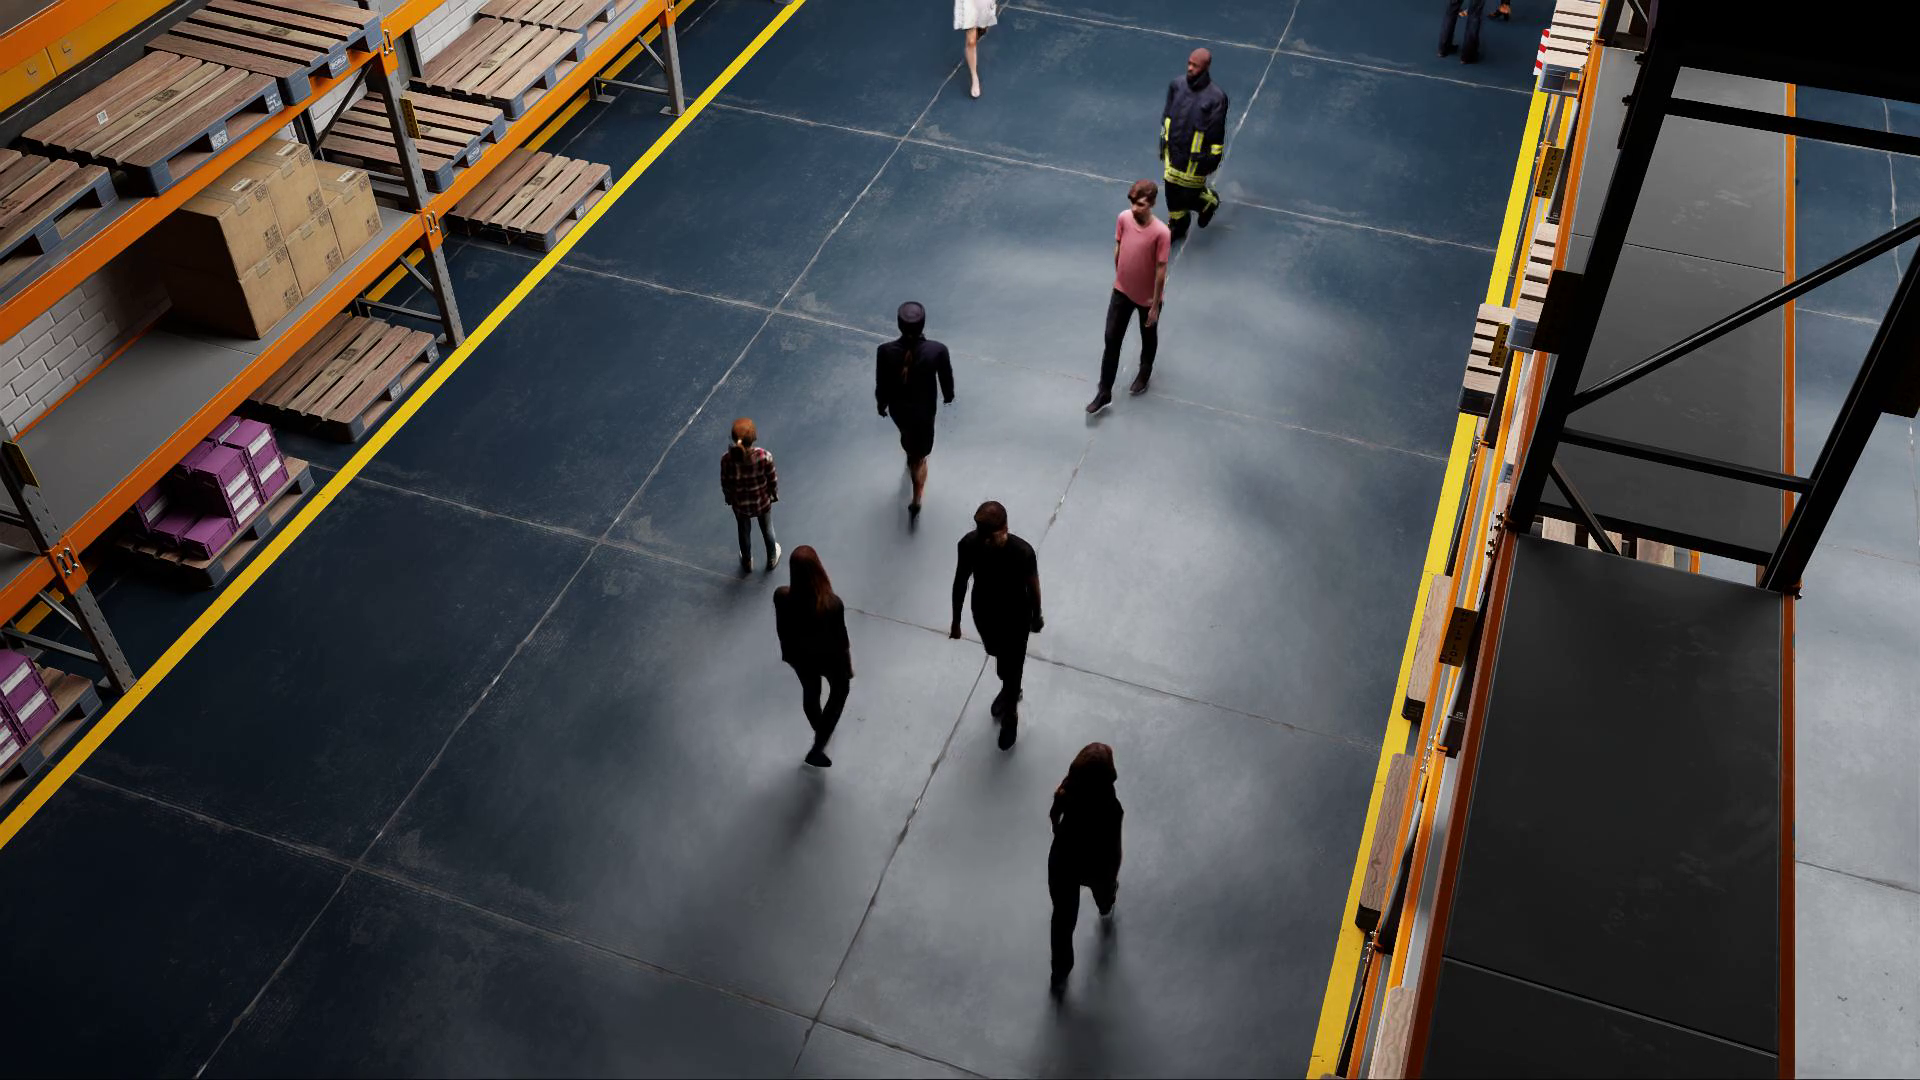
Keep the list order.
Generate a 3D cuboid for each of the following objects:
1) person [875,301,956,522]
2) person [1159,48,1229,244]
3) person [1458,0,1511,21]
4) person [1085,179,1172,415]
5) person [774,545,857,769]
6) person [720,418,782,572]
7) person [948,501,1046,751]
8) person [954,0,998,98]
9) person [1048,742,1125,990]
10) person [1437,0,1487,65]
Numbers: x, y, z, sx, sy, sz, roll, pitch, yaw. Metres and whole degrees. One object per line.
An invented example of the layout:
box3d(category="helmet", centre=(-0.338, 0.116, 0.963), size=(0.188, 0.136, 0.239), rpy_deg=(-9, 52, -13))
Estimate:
box3d(category="person", centre=(-0.328, -0.870, 11.740), size=(0.911, 1.633, 1.150), rpy_deg=(2, 44, 2))
box3d(category="person", centre=(2.008, -3.395, 14.262), size=(0.943, 1.810, 1.063), rpy_deg=(33, 53, 30))
box3d(category="person", centre=(5.748, -6.206, 17.309), size=(0.778, 1.676, 0.764), rpy_deg=(7, 44, 7))
box3d(category="person", centre=(1.410, -1.914, 12.622), size=(0.760, 1.927, 1.067), rpy_deg=(21, 48, 21))
box3d(category="person", centre=(-0.888, 0.755, 9.983), size=(0.652, 1.702, 0.825), rpy_deg=(11, 45, 11))
box3d(category="person", centre=(-1.436, -0.305, 11.383), size=(0.618, 1.306, 0.642), rpy_deg=(-4, 44, -4))
box3d(category="person", centre=(0.300, 0.379, 10.281), size=(0.731, 1.837, 0.832), rpy_deg=(18, 46, 18))
box3d(category="person", centre=(0.139, -5.287, 16.290), size=(0.863, 1.751, 1.139), rpy_deg=(-2, 44, -2))
box3d(category="person", centre=(0.613, 1.797, 8.883), size=(0.630, 1.711, 1.012), rpy_deg=(10, 45, 11))
box3d(category="person", centre=(5.119, -5.673, 16.652), size=(0.733, 1.810, 0.722), rpy_deg=(31, 52, 29))
